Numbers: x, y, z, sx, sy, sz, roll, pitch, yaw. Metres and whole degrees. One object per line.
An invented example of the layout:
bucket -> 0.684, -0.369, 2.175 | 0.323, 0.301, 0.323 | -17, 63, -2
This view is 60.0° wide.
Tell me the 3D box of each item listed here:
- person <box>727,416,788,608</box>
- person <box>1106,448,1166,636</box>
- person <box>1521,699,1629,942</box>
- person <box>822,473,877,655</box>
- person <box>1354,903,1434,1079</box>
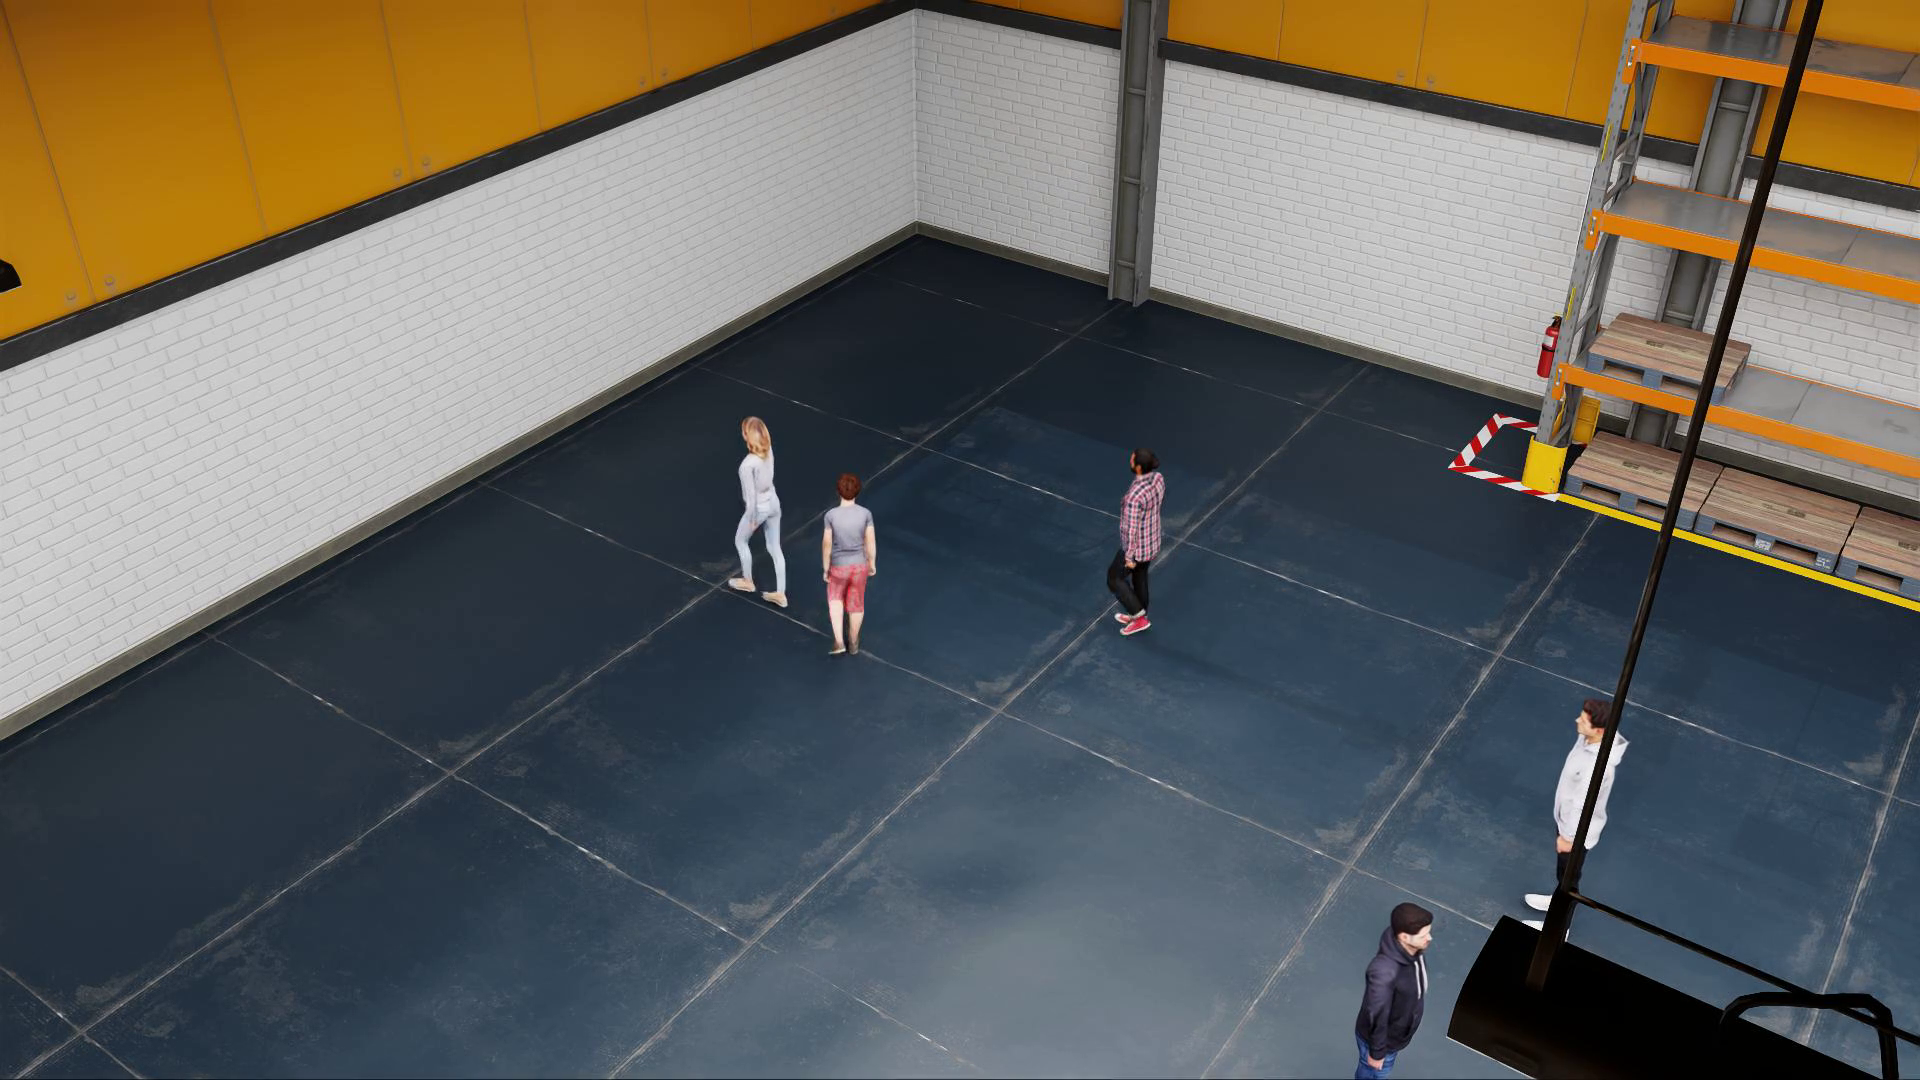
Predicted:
person -> -1.598, -0.211, 13.993 | 0.855, 1.773, 0.630 | 19, 38, 26
person -> 1.524, 0.035, 13.644 | 0.626, 1.750, 0.687 | 22, 39, 29
person -> 4.031, 1.818, 10.804 | 0.710, 1.925, 0.738 | 9, 35, 13
person -> -0.879, 0.274, 13.392 | 0.827, 1.632, 0.871 | -3, 34, -4
person -> 2.399, 2.748, 9.432 | 0.607, 1.895, 0.696 | 16, 37, 23
